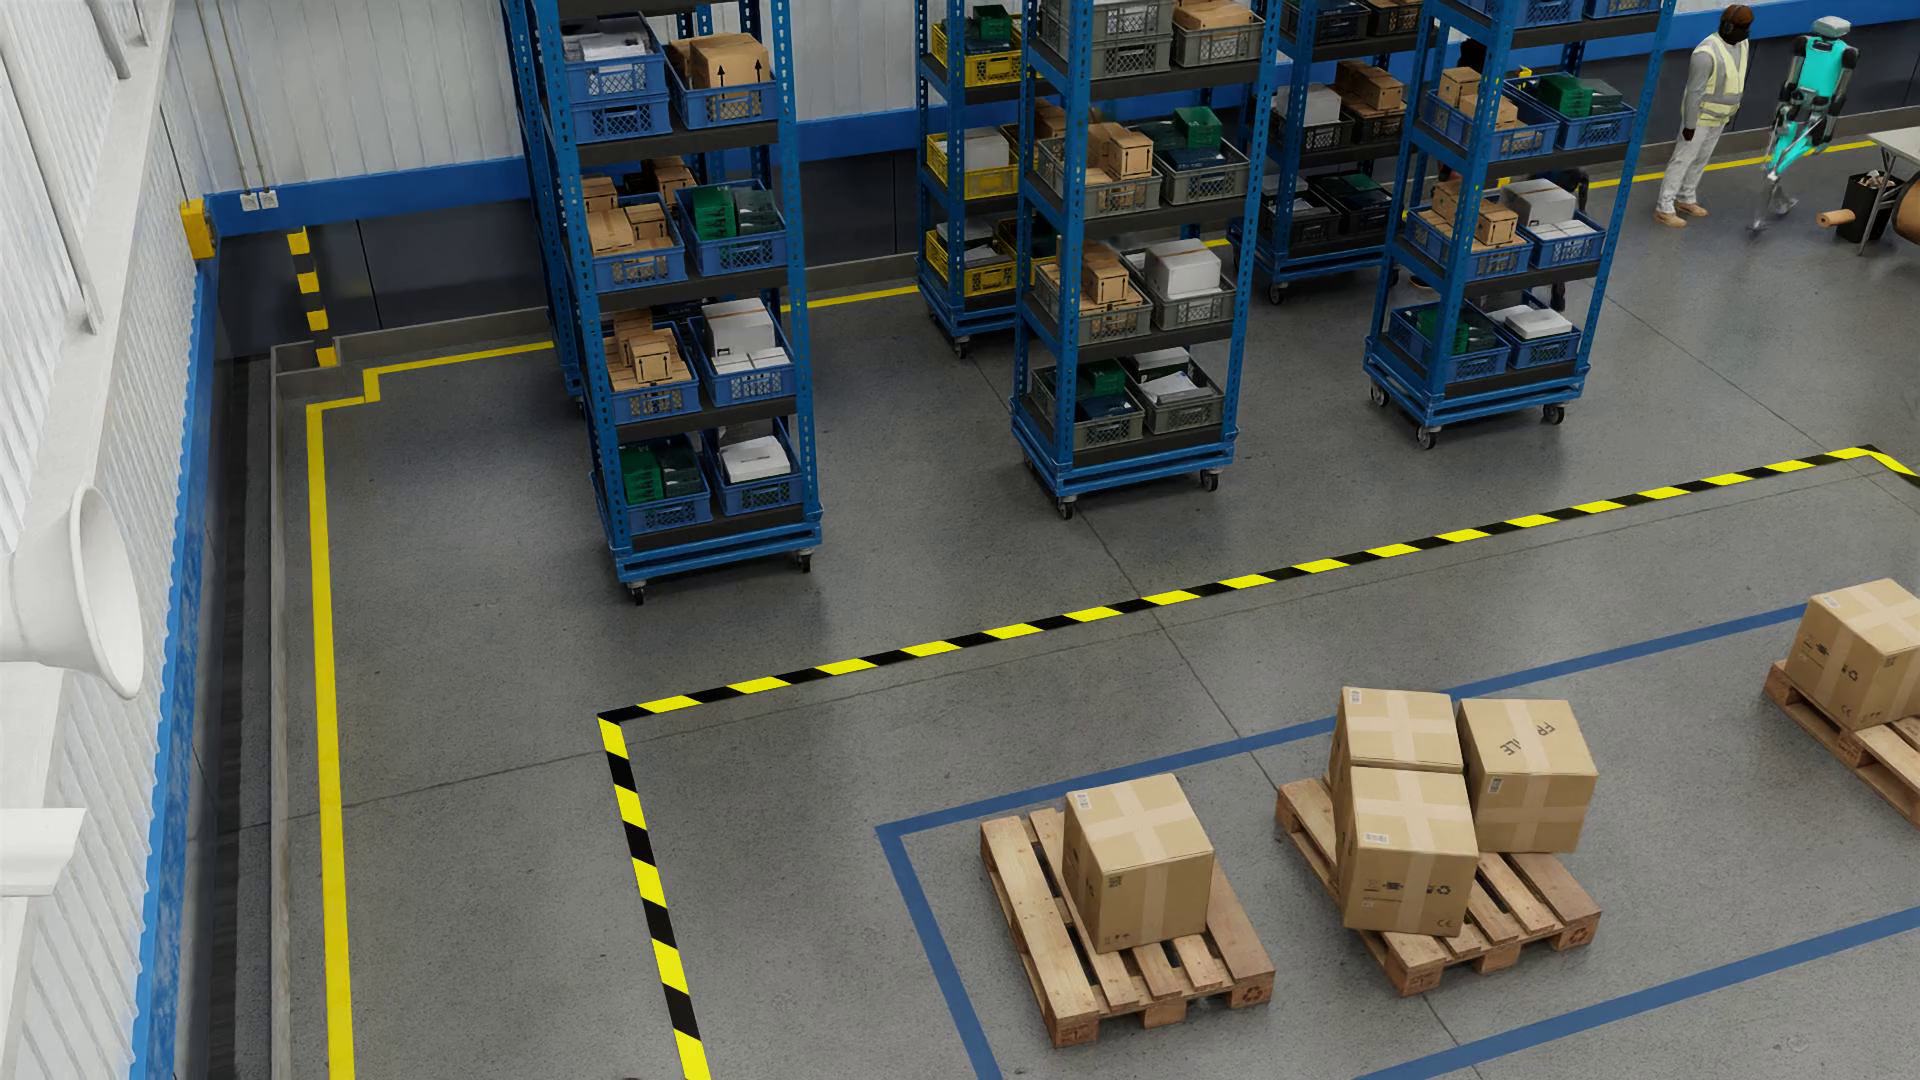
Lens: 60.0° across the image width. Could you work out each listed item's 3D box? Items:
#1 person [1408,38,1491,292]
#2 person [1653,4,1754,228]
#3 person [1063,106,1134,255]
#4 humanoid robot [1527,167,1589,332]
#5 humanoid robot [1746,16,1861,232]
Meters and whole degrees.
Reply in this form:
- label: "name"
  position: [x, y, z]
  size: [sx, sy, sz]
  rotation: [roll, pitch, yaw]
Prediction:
- label: "person"
  position: [3.769, -2.834, 12.602]
  size: [0.367, 1.966, 0.603]
  rotation: [24, 42, 30]
- label: "person"
  position: [6.130, -3.475, 13.631]
  size: [0.621, 1.835, 0.431]
  rotation: [-24, 42, -30]
- label: "person"
  position: [0.999, -2.155, 11.685]
  size: [0.577, 1.907, 0.637]
  rotation: [-29, 45, -35]
- label: "humanoid robot"
  position: [4.213, -2.179, 11.973]
  size: [0.680, 1.641, 0.612]
  rotation: [-19, 39, -24]
- label: "humanoid robot"
  position: [6.714, -3.303, 13.498]
  size: [1.012, 1.761, 0.552]
  rotation: [-21, 40, -27]
